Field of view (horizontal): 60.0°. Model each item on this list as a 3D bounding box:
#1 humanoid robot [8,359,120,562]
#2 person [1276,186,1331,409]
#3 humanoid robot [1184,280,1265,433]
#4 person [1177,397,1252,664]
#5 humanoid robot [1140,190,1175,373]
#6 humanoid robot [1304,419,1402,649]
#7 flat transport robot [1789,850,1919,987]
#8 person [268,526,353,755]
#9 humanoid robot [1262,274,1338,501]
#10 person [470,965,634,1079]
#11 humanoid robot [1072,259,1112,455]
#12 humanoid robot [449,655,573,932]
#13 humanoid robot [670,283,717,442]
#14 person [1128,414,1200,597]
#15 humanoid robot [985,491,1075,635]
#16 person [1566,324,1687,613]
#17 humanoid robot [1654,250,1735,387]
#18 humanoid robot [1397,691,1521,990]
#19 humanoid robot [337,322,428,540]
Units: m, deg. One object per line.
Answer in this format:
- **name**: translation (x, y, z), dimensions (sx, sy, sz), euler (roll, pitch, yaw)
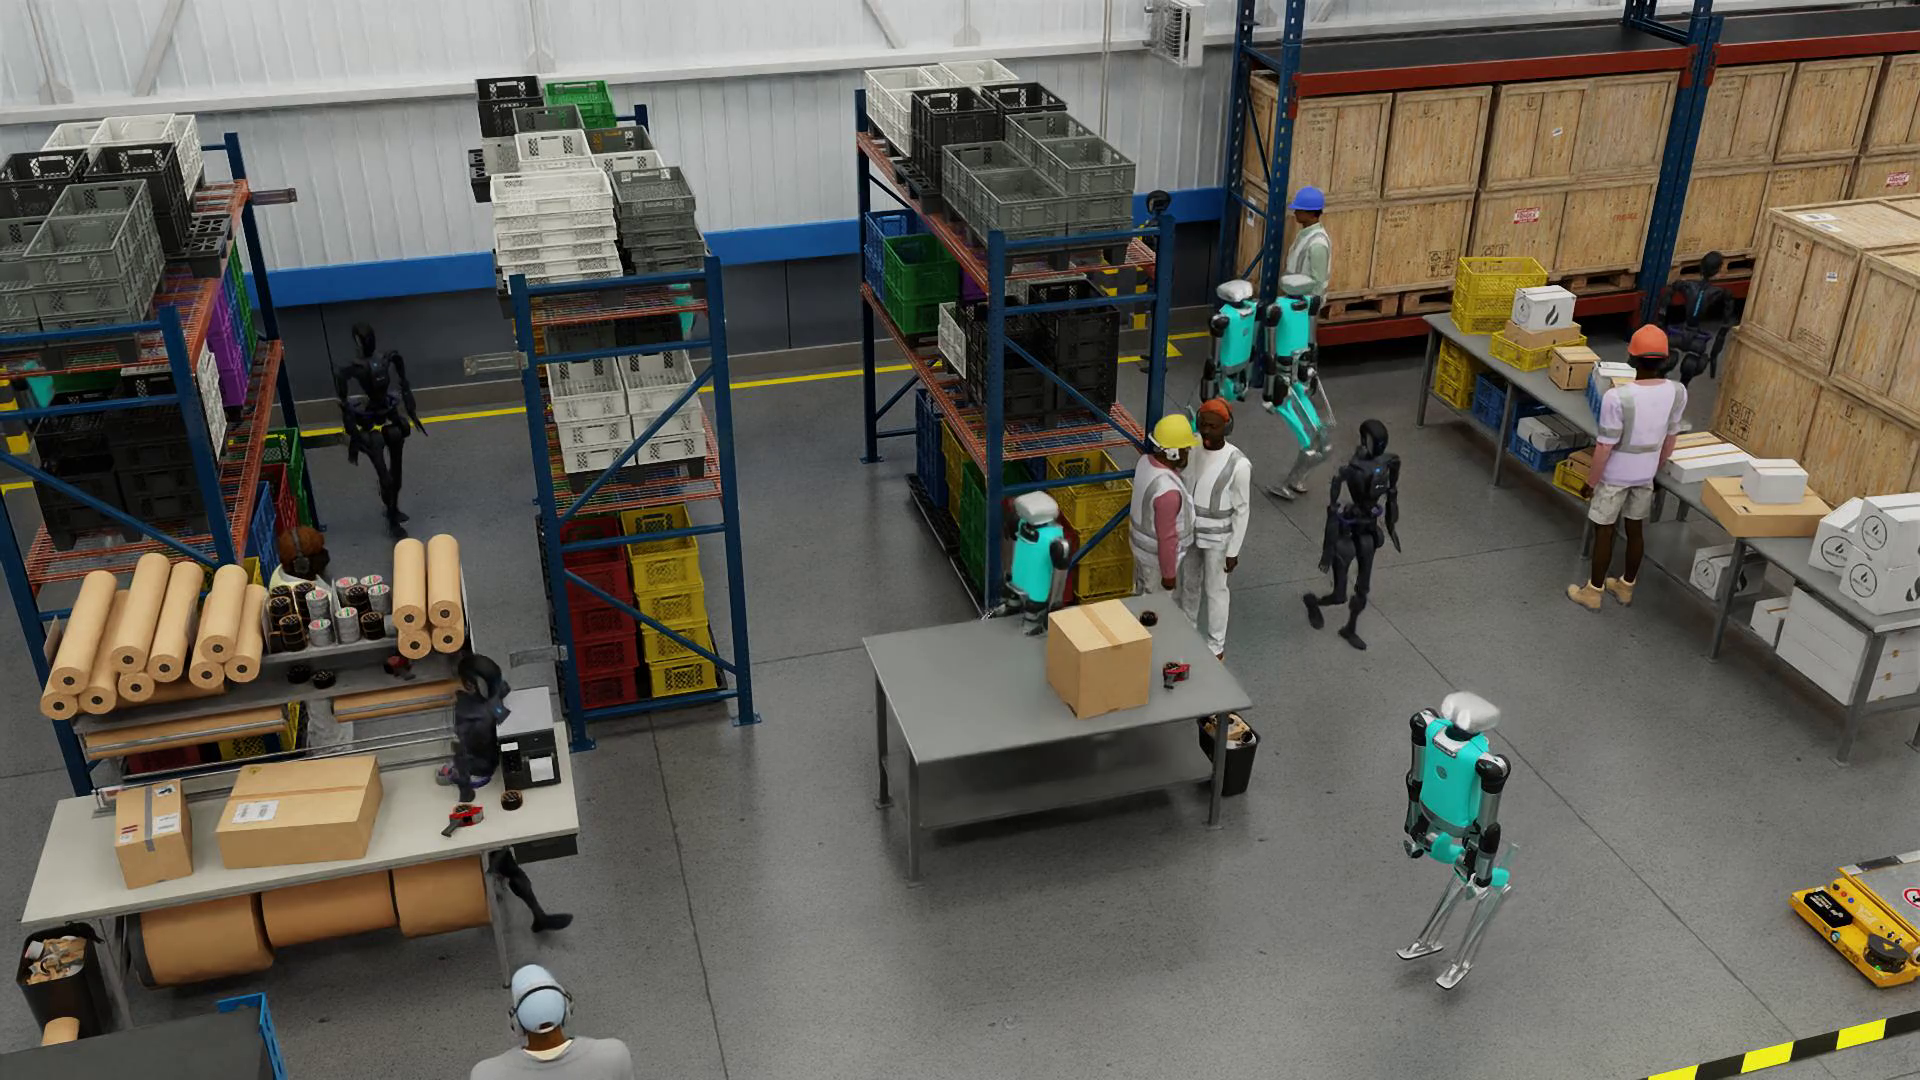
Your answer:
- **humanoid robot**: translation (-6.386, -0.782, 12.094), dimensions (0.547, 1.765, 0.981), euler (-9, 30, -16)
- **person**: translation (2.911, -2.055, 14.157), dimensions (0.414, 1.942, 0.629), euler (-1, 29, -1)
- **humanoid robot**: translation (1.890, -1.230, 12.896), dimensions (0.571, 1.780, 0.853), euler (-22, 36, -35)
- **person**: translation (1.547, -0.030, 10.538), dimensions (0.346, 1.882, 0.583), euler (-21, 35, -33)
- **humanoid robot**: translation (1.756, -2.323, 14.907), dimensions (0.315, 1.659, 0.599), euler (5, 29, 8)
- **humanoid robot**: translation (2.556, -0.073, 10.825), dimensions (0.595, 1.651, 0.468), euler (-14, 32, -24)
- **flat transport robot**: translation (5.163, 1.916, 8.676), dimensions (1.431, 0.231, 0.659), euler (-8, 30, -14)
- **person**: translation (-3.483, 0.751, 9.161), dimensions (0.431, 1.845, 0.618), euler (-16, 33, -27)
- **humanoid robot**: translation (2.619, -1.109, 12.584), dimensions (0.530, 1.721, 0.724), euler (-19, 34, -31)
- **person**: translation (-1.475, 2.340, 6.259), dimensions (0.592, 1.852, 0.368), euler (-8, 30, -14)
- **humanoid robot**: translation (0.953, -1.461, 13.395), dimensions (0.588, 1.623, 0.759), euler (-11, 31, -19)
- **humanoid robot**: translation (-2.356, 1.262, 8.445), dimensions (0.762, 1.622, 0.608), euler (6, 29, 10)
- **humanoid robot**: translation (-2.491, -1.500, 13.398), dimensions (1.069, 1.711, 0.531), euler (11, 31, 19)
- **person**: translation (1.263, 0.054, 10.450), dimensions (0.403, 1.824, 0.593), euler (-4, 29, -8)
- **humanoid robot**: translation (0.262, 0.596, 9.545), dimensions (0.978, 1.740, 0.530), euler (-18, 33, -29)
- **person**: translation (4.464, -0.469, 11.177), dimensions (0.613, 2.039, 0.383), euler (-7, 30, -13)
- **humanoid robot**: translation (5.858, -1.535, 13.503), dimensions (0.622, 1.627, 0.518), euler (13, 31, 23)
- **humanoid robot**: translation (2.475, 1.386, 7.972), dimensions (0.735, 1.681, 0.533), euler (-17, 33, -28)
- **humanoid robot**: translation (-4.206, -0.825, 12.219), dimensions (0.639, 1.638, 0.615), euler (23, 36, 36)
